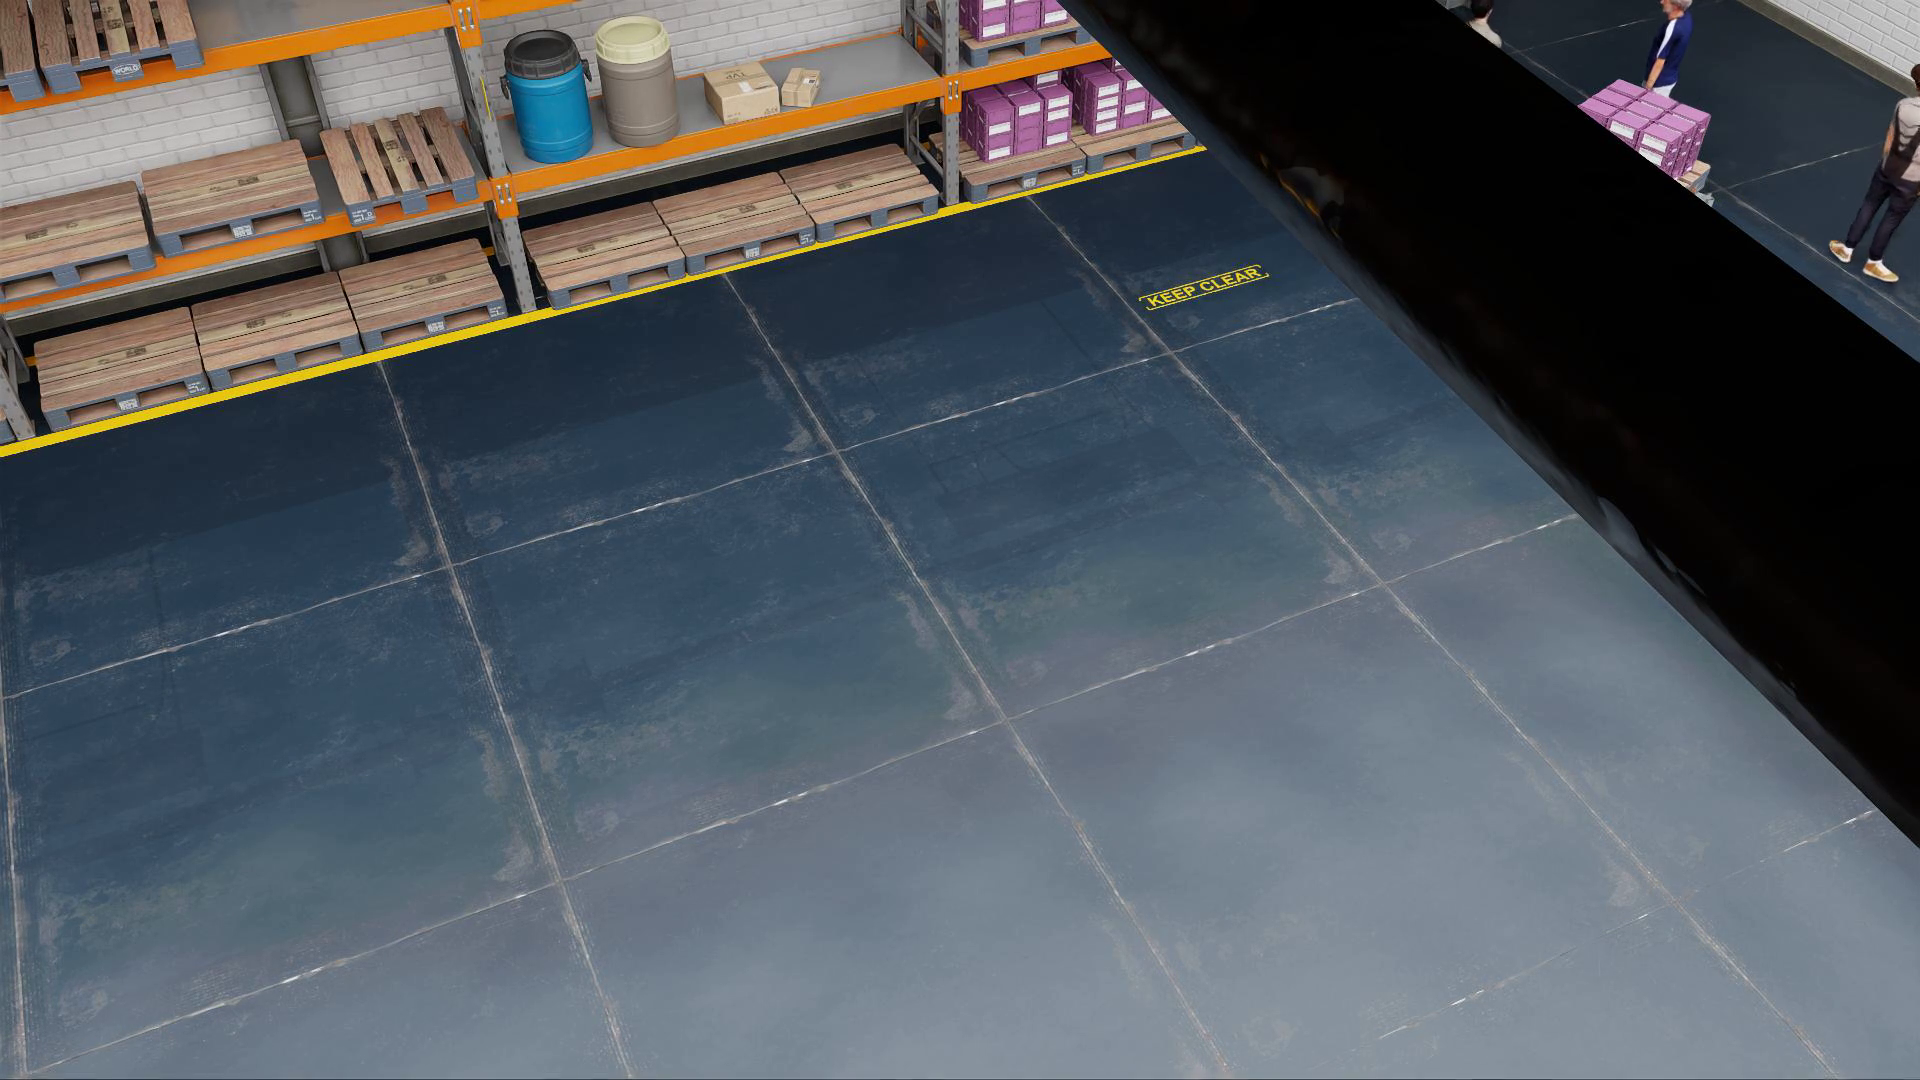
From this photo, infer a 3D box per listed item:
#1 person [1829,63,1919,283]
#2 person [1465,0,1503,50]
[{"bbox_3d":[8.010,-3.075,14.089,0.513,1.853,0.839,-9,44,-9],"label":"person"},{"bbox_3d":[4.529,-4.027,15.092,1.119,1.848,0.909,-33,53,-30],"label":"person"}]
